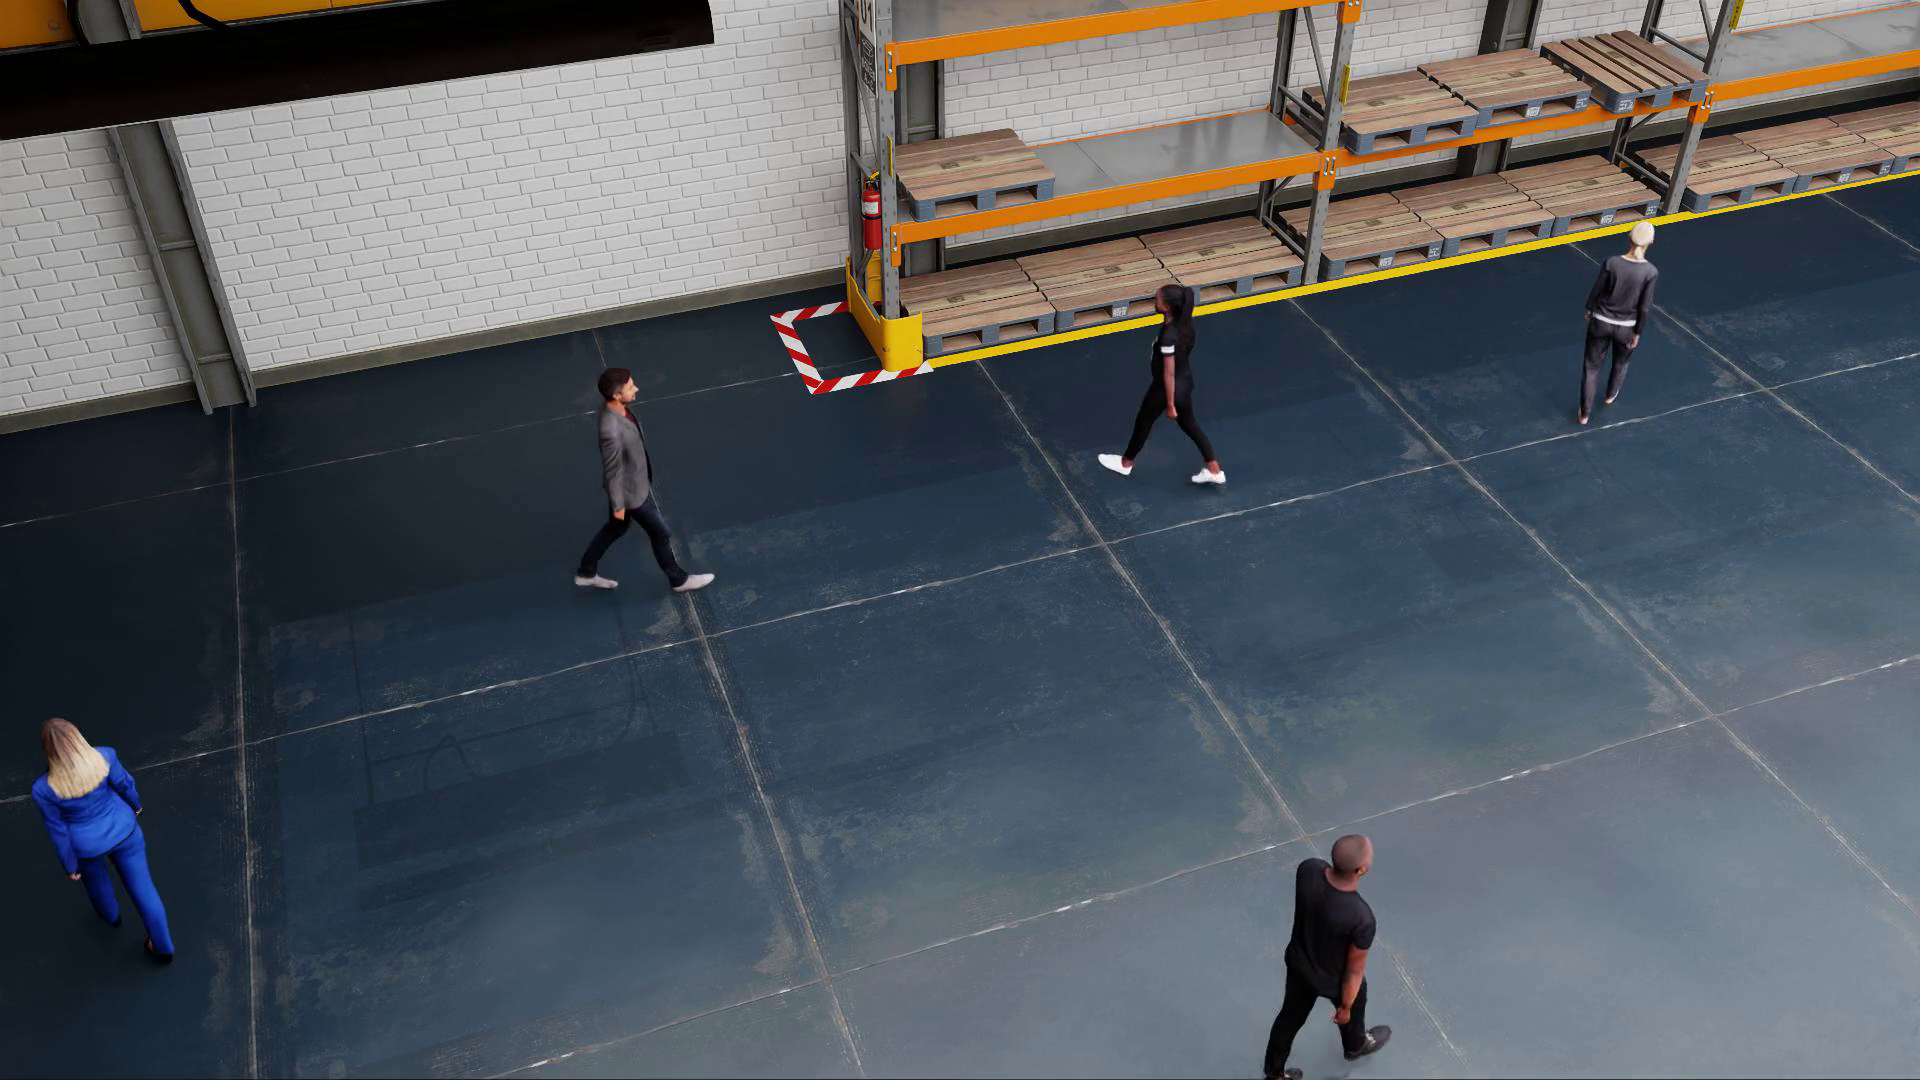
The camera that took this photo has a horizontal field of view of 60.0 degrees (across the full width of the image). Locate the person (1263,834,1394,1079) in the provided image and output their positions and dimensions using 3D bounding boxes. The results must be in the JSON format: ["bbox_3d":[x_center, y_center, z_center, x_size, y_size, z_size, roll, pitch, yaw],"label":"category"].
[{"bbox_3d":[1.702,2.145,8.123,1.109,1.788,0.829,-21,43,-24],"label":"person"}]

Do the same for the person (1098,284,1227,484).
[{"bbox_3d":[1.632,-1.081,12.249,1.237,1.681,1.143,15,41,18],"label":"person"}]

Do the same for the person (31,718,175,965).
[{"bbox_3d":[-4.496,1.657,8.827,0.939,1.674,0.989,32,48,33],"label":"person"}]

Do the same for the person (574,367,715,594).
[{"bbox_3d":[-2.321,-0.336,11.195,1.222,1.832,0.795,-8,39,-10],"label":"person"}]

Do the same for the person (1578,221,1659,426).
[{"bbox_3d":[5.080,-1.648,12.940,0.909,1.705,0.958,14,41,17],"label":"person"}]
